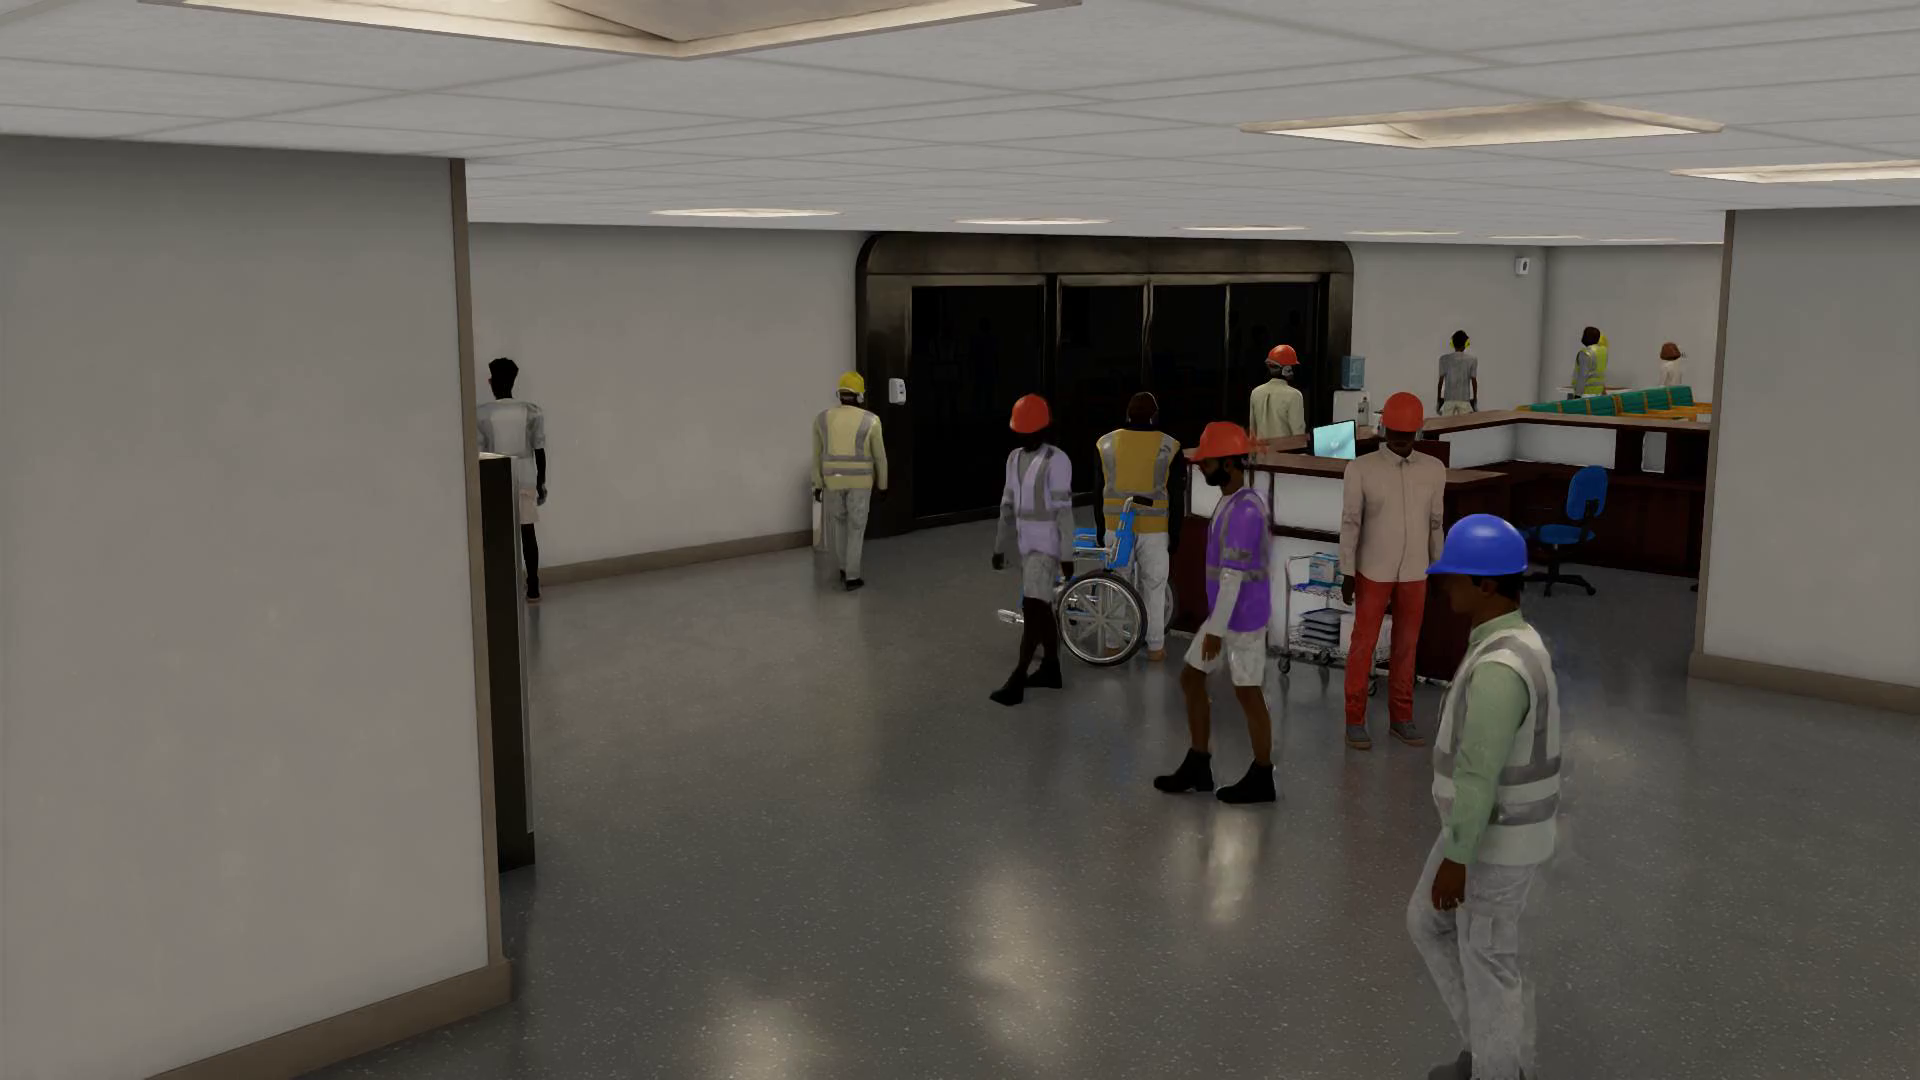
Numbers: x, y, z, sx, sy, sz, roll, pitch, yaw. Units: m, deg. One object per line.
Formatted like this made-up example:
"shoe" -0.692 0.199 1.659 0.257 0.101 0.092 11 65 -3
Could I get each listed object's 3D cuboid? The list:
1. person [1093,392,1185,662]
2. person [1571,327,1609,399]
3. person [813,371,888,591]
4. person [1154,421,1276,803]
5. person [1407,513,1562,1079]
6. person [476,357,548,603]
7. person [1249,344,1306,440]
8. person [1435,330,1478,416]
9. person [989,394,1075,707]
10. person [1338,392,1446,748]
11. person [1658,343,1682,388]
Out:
"person" 1.210 -0.083 11.262 0.626 1.837 0.429 2 10 14
"person" 8.889 -2.097 23.572 0.627 1.847 0.429 -8 12 -41
"person" -0.878 -0.504 13.903 0.615 1.806 0.682 3 10 16
"person" 1.256 0.373 8.196 0.735 1.906 0.566 -1 9 -5
"person" 1.580 0.880 5.068 0.454 1.932 0.608 3 10 16
"person" -3.565 -0.457 13.130 0.613 1.965 0.361 -5 10 -27
"person" 2.810 -0.722 14.671 0.380 1.995 0.611 -7 12 -36
"person" 6.452 -1.785 21.598 0.535 1.864 0.309 4 10 22
"person" 0.371 0.052 10.226 0.766 1.891 0.638 -5 11 -29
"person" 2.403 0.172 9.213 0.621 1.985 0.399 -2 9 -11
"person" 10.028 -1.971 23.468 0.509 1.616 0.422 -8 12 -39
